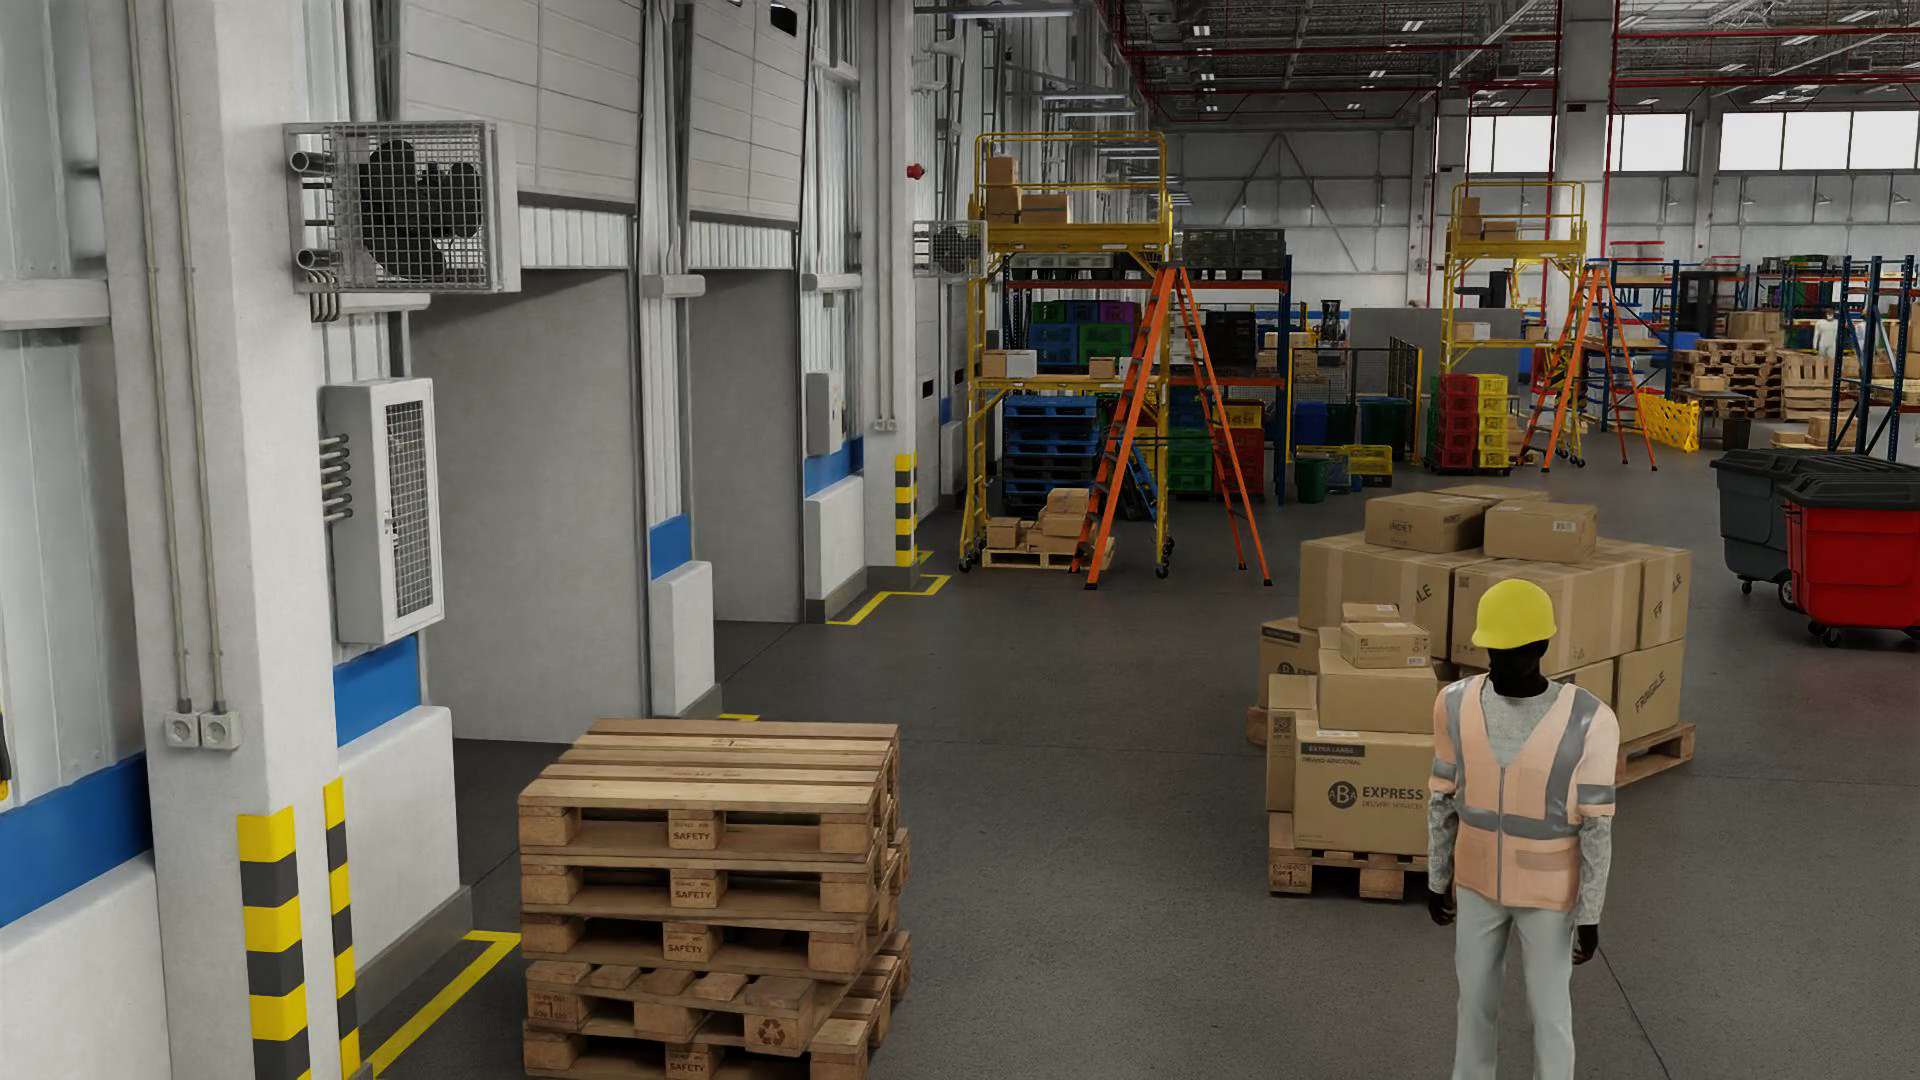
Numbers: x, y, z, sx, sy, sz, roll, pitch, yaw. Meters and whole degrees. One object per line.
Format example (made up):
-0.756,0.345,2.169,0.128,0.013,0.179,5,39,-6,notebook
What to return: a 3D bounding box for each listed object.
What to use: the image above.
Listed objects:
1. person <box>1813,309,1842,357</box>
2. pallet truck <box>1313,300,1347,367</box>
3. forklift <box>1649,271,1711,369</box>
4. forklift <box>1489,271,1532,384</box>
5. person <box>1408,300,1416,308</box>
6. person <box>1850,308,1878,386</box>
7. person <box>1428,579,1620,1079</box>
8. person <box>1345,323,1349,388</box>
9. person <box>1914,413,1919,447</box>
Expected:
21.809,-4.867,41.823,0.645,1.902,0.991,4,10,25,person
11.159,-6.200,49.718,0.823,1.965,1.885,4,10,26,pallet truck
20.823,-6.262,47.390,1.873,2.768,1.129,-3,10,-19,forklift
13.422,-5.322,41.591,1.873,2.768,1.129,1,9,9,forklift
14.409,-6.728,53.324,0.658,1.874,1.045,9,13,43,person
22.233,-4.738,40.938,0.578,1.917,0.607,2,9,13,person
1.715,1.063,5.174,0.584,1.920,0.395,8,12,39,person
9.467,-4.574,39.874,0.545,1.938,0.359,-6,11,-35,person
15.636,-2.348,26.765,0.320,1.739,0.485,9,13,43,person
